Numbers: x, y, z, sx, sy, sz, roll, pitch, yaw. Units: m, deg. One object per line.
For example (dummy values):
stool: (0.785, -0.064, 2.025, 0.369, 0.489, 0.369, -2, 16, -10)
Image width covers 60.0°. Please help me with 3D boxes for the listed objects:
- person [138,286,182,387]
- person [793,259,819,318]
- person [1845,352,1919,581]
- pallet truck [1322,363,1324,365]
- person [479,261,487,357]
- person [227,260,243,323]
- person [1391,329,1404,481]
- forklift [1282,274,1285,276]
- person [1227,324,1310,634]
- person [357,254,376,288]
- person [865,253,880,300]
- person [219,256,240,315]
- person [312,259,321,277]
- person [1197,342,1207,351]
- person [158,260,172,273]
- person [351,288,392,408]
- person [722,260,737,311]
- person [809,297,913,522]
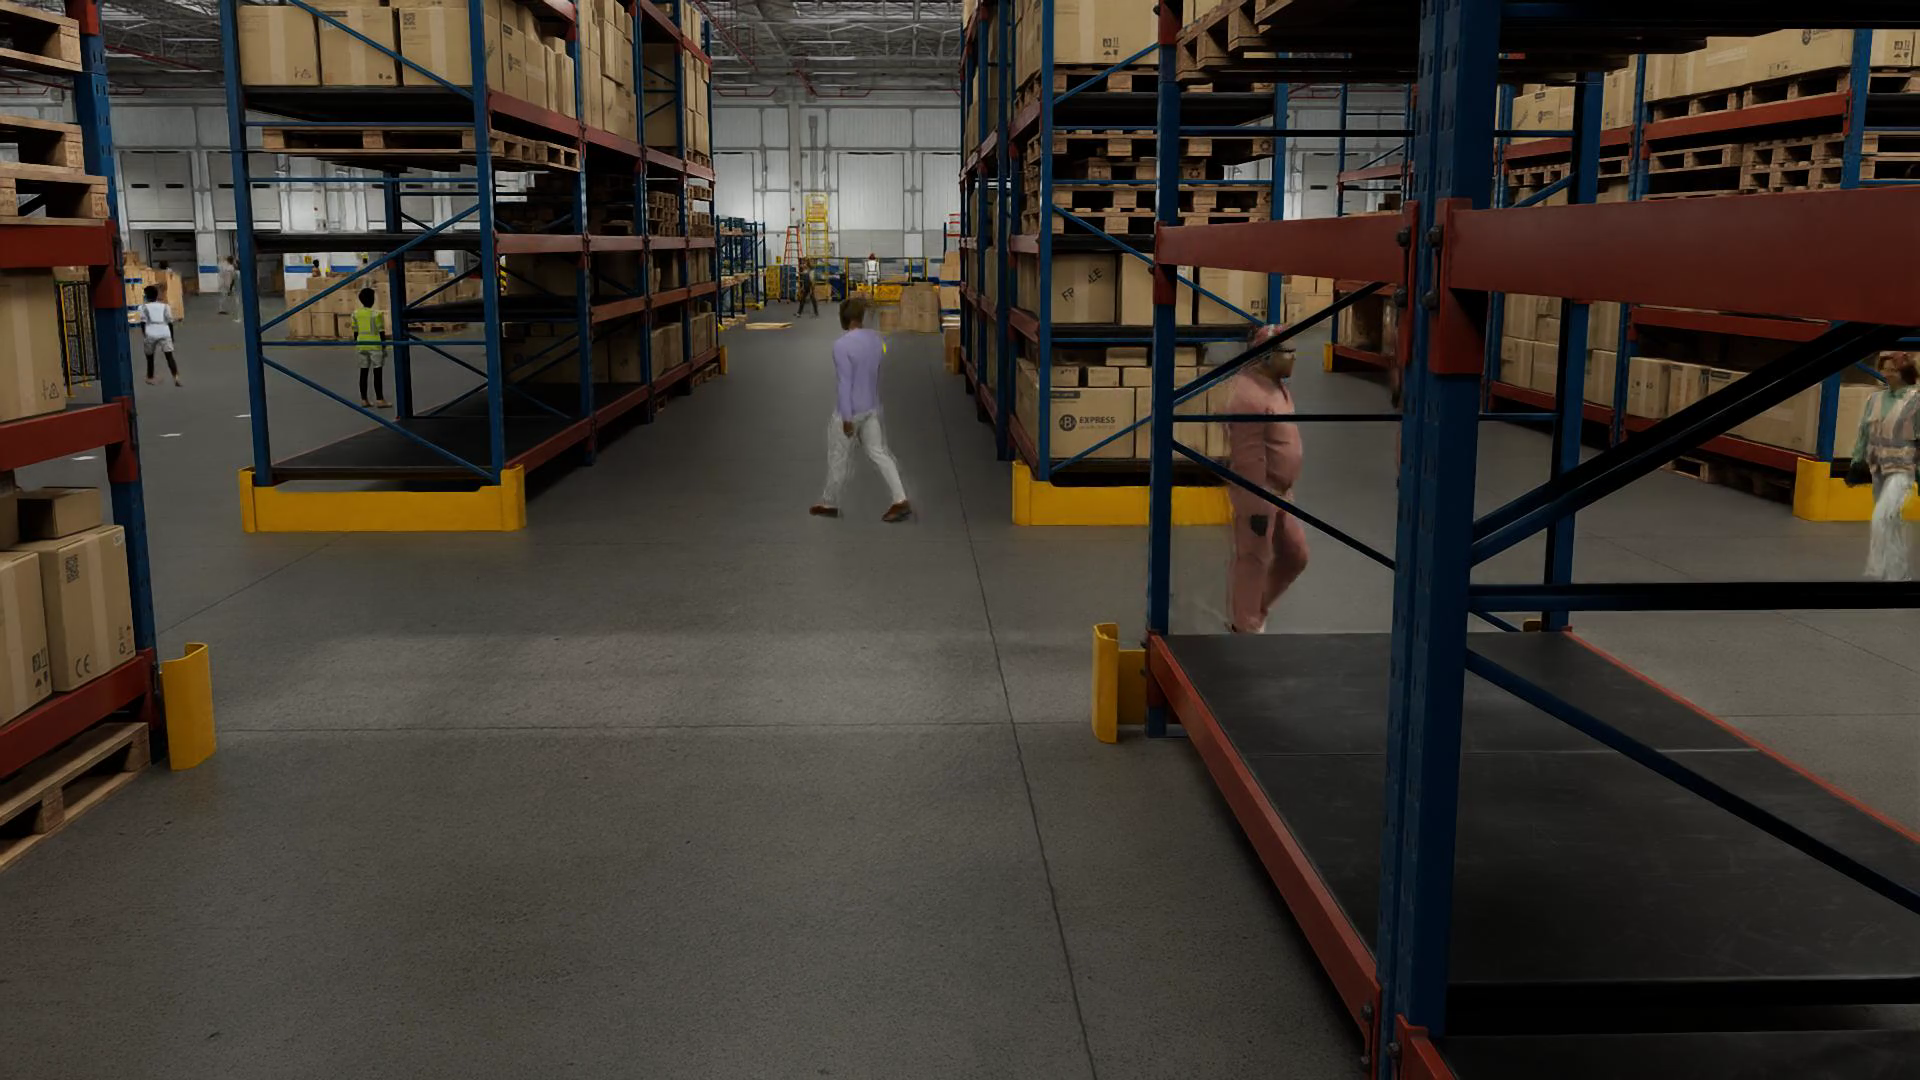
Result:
person: (-13.022, -3.308, 27.019, 0.532, 1.639, 0.976, -9, 13, -40)
person: (-4.683, -7.683, 50.939, 0.525, 1.789, 1.009, 10, 14, 43)
person: (6.119, -0.438, 11.071, 0.679, 1.610, 0.536, -2, 10, -13)
pallet truck: (7.712, -4.157, 30.737, 1.885, 1.965, 0.823, 3, 11, 16)
person: (-9.556, -4.689, 33.787, 0.361, 1.963, 0.613, -8, 13, -37)
person: (-20.680, -7.139, 47.886, 1.008, 1.817, 0.505, 4, 11, 22)
person: (4.452, -1.443, 15.985, 0.650, 1.868, 0.944, 5, 12, 28)
forklift: (12.240, -10.302, 62.509, 1.129, 2.768, 1.873, 0, 10, -2)
person: (1.709, -0.243, 9.214, 0.433, 1.891, 0.678, 5, 11, 25)
person: (-22.130, -9.726, 62.089, 0.589, 1.878, 0.973, -7, 12, -35)
person: (-3.408, -10.224, 64.861, 0.593, 1.882, 0.371, 1, 10, 4)
person: (-23.492, -8.216, 53.683, 1.035, 1.879, 0.653, -7, 13, -35)
person: (-23.535, -9.419, 60.890, 0.317, 1.695, 0.540, -1, 10, -7)
person: (4.559, -4.328, 32.559, 0.546, 1.682, 0.543, -1, 10, -5)
person: (-23.531, -7.357, 49.136, 0.955, 1.791, 0.651, -4, 11, -20)
person: (-8.309, -2.701, 23.456, 0.535, 1.700, 0.318, 3, 11, 17)
person: (-7.798, -8.531, 55.824, 0.459, 1.730, 0.500, -1, 10, -6)
person: (-0.828, -1.088, 13.959, 1.019, 1.901, 0.638, 7, 12, 34)
